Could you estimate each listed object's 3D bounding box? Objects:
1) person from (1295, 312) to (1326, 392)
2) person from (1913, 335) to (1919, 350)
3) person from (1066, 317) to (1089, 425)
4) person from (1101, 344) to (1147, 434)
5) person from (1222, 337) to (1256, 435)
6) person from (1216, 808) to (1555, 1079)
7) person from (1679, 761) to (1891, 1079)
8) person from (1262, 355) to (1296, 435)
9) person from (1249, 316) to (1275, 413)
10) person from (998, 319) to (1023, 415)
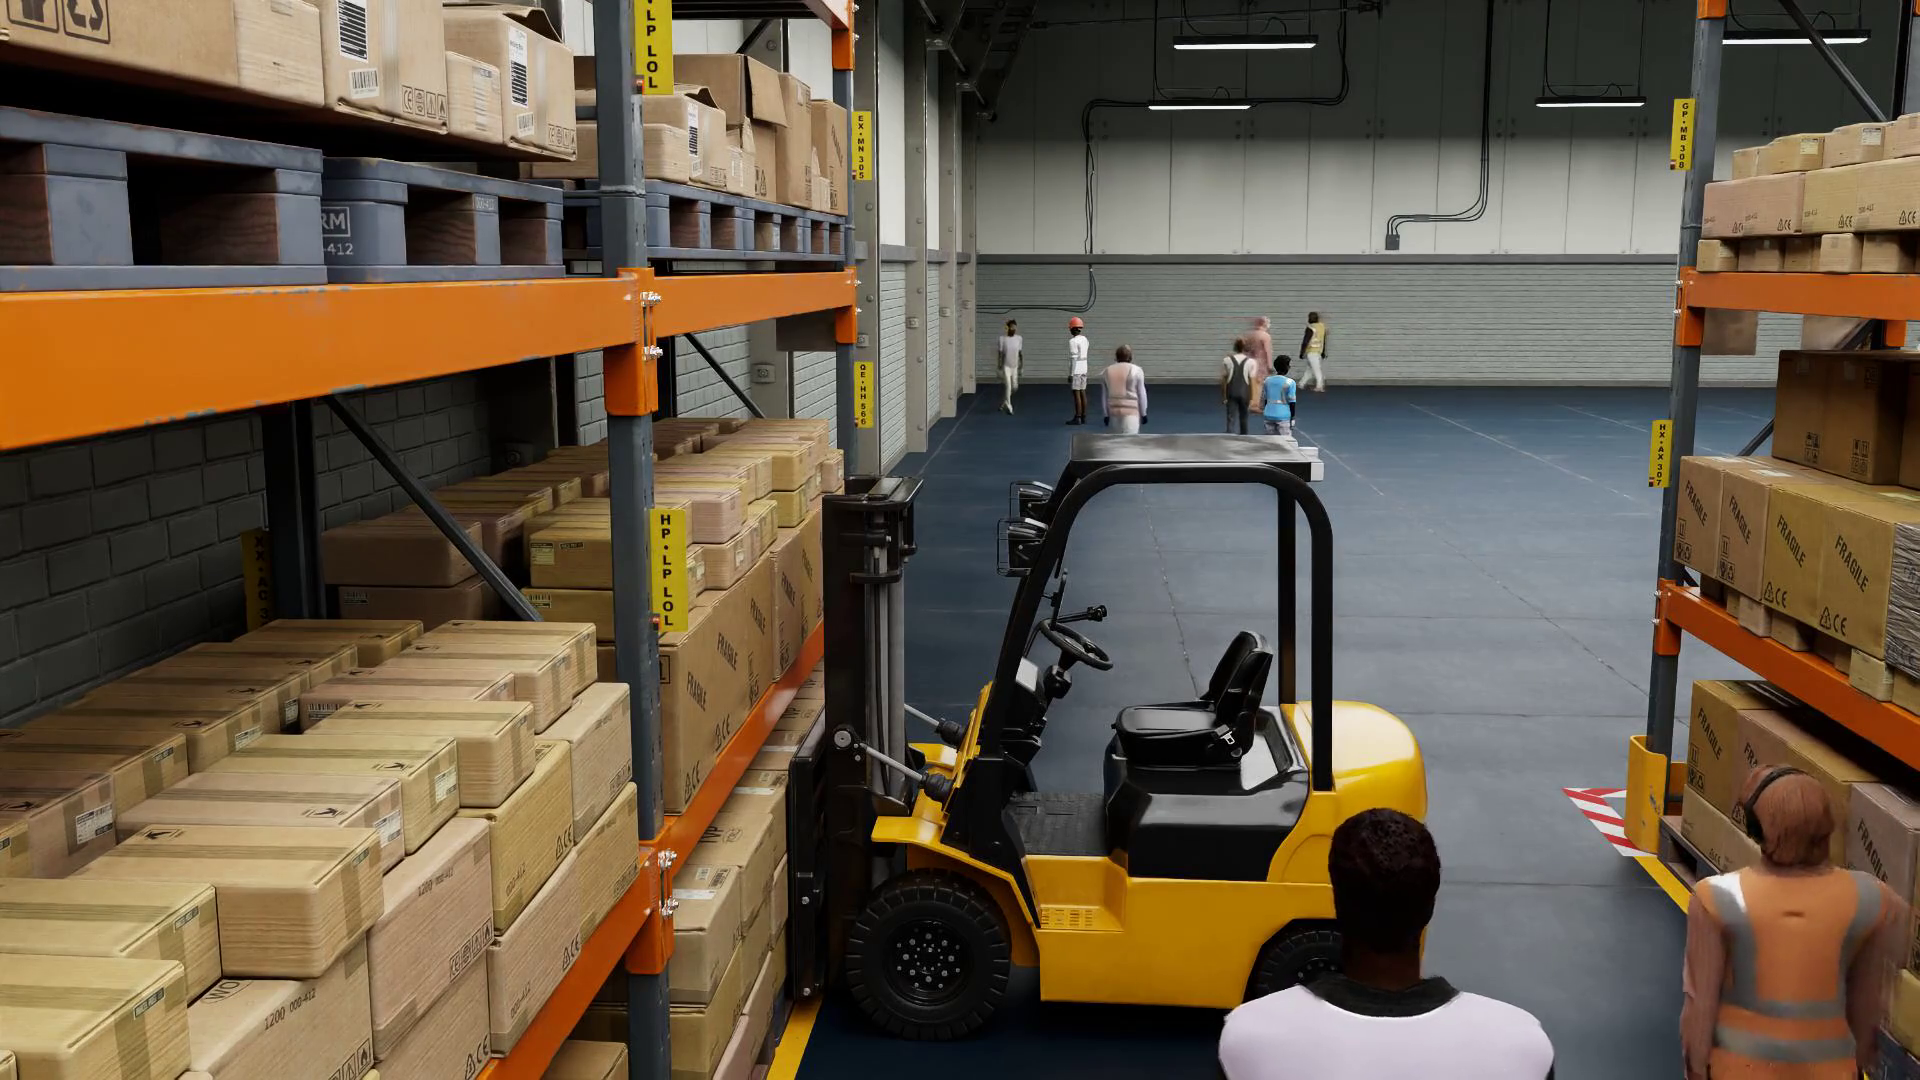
[{"bbox_3d":[7.993,-4.297,38.013,0.941,1.791,0.657,9,13,44],"label":"person"},{"bbox_3d":[12.977,-1.864,22.535,0.851,2.000,0.713,5,10,27],"label":"person"},{"bbox_3d":[2.096,-3.036,29.949,0.376,1.939,0.547,6,11,32],"label":"person"},{"bbox_3d":[2.173,-1.708,22.272,0.630,1.818,0.768,7,12,37],"label":"person"},{"bbox_3d":[4.199,-2.156,25.062,0.511,1.797,0.971,2,10,13],"label":"person"},{"bbox_3d":[0.737,1.422,2.996,0.627,1.919,0.408,0,9,3],"label":"person"},{"bbox_3d":[2.094,1.373,4.218,0.506,1.611,0.788,2,9,9],"label":"person"},{"bbox_3d":[4.240,-1.616,22.100,0.321,1.689,0.530,-9,13,-42],"label":"person"},{"bbox_3d":[5.902,-3.401,32.316,0.590,1.889,0.641,-2,10,-10],"label":"person"},{"bbox_3d":[0.943,-3.350,32.147,0.528,1.853,0.671,-4,10,-21],"label":"person"}]
